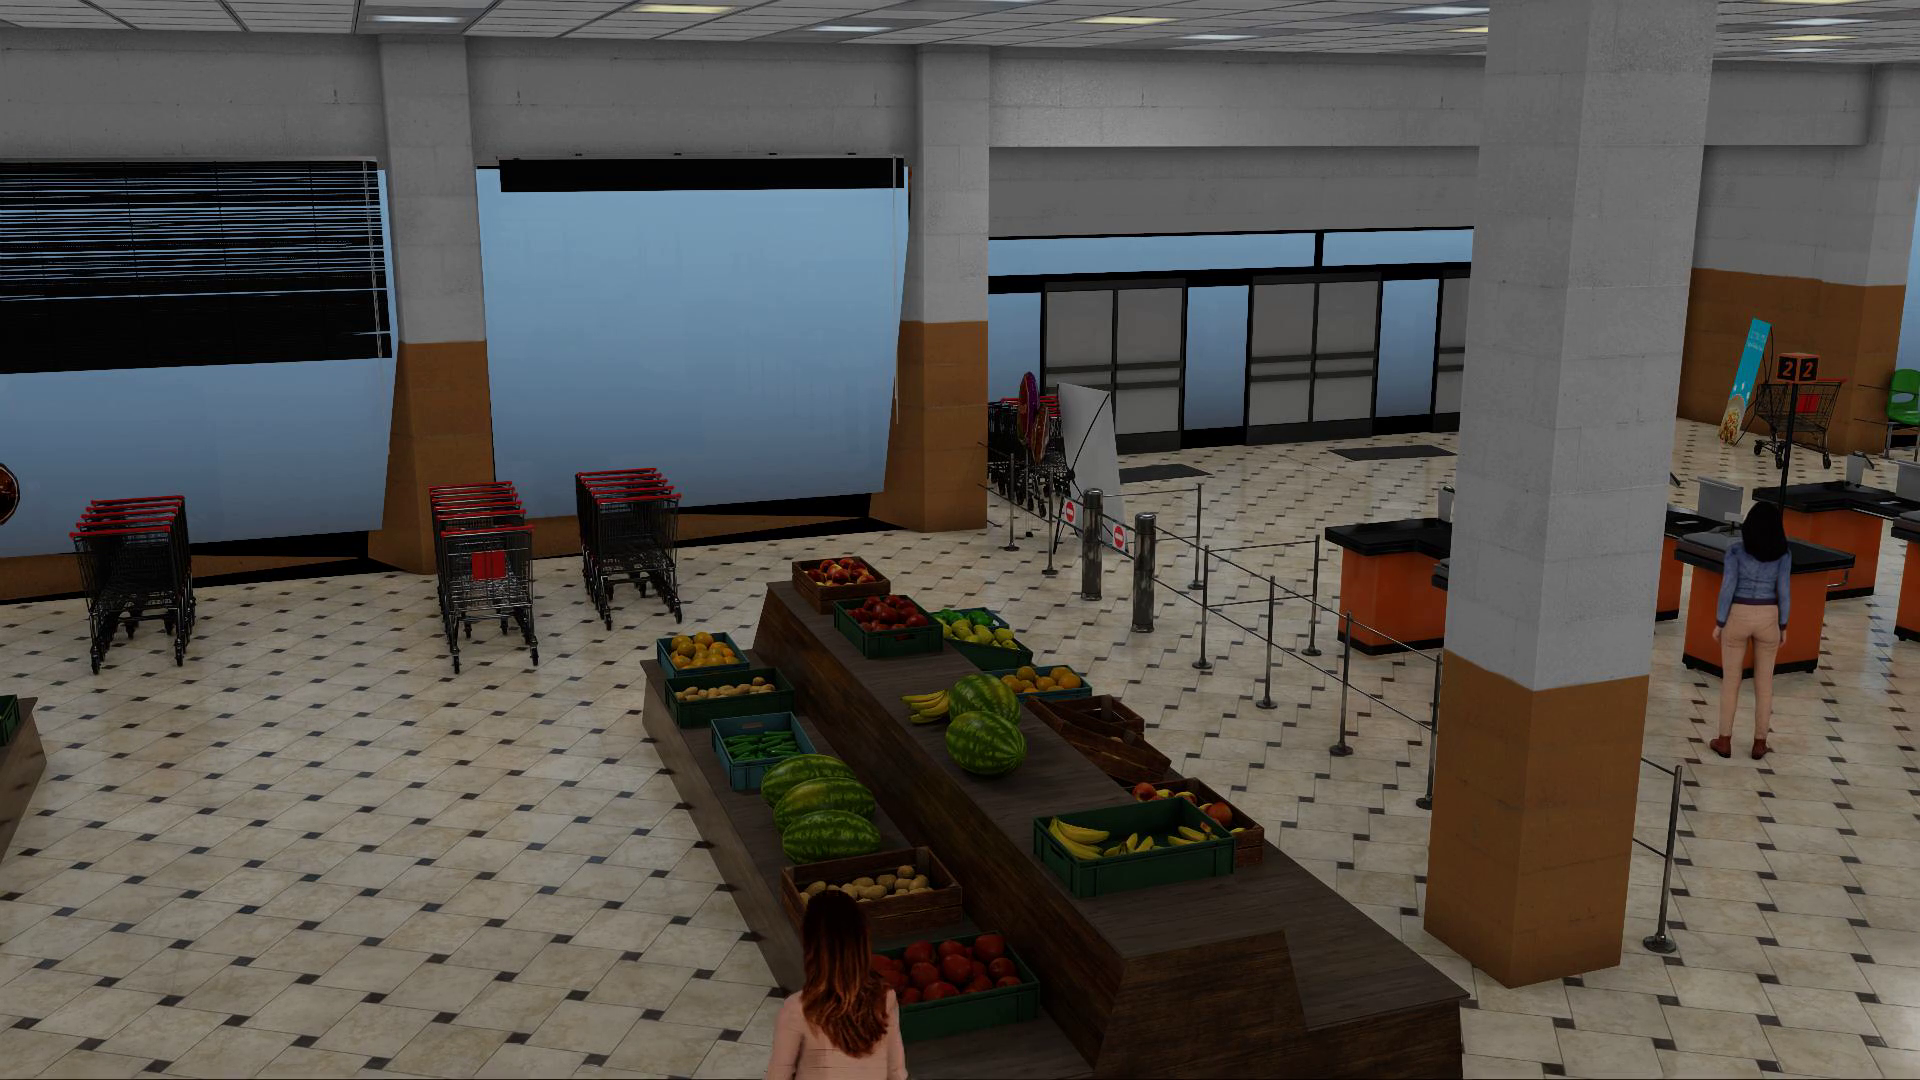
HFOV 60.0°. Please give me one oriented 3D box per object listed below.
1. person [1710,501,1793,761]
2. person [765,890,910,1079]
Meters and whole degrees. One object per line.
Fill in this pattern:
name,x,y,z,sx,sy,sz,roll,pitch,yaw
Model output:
person,5.311,0.599,11.160,0.711,1.774,0.752,4,14,17
person,-0.345,2.018,5.327,0.690,1.767,0.830,-9,16,-32
